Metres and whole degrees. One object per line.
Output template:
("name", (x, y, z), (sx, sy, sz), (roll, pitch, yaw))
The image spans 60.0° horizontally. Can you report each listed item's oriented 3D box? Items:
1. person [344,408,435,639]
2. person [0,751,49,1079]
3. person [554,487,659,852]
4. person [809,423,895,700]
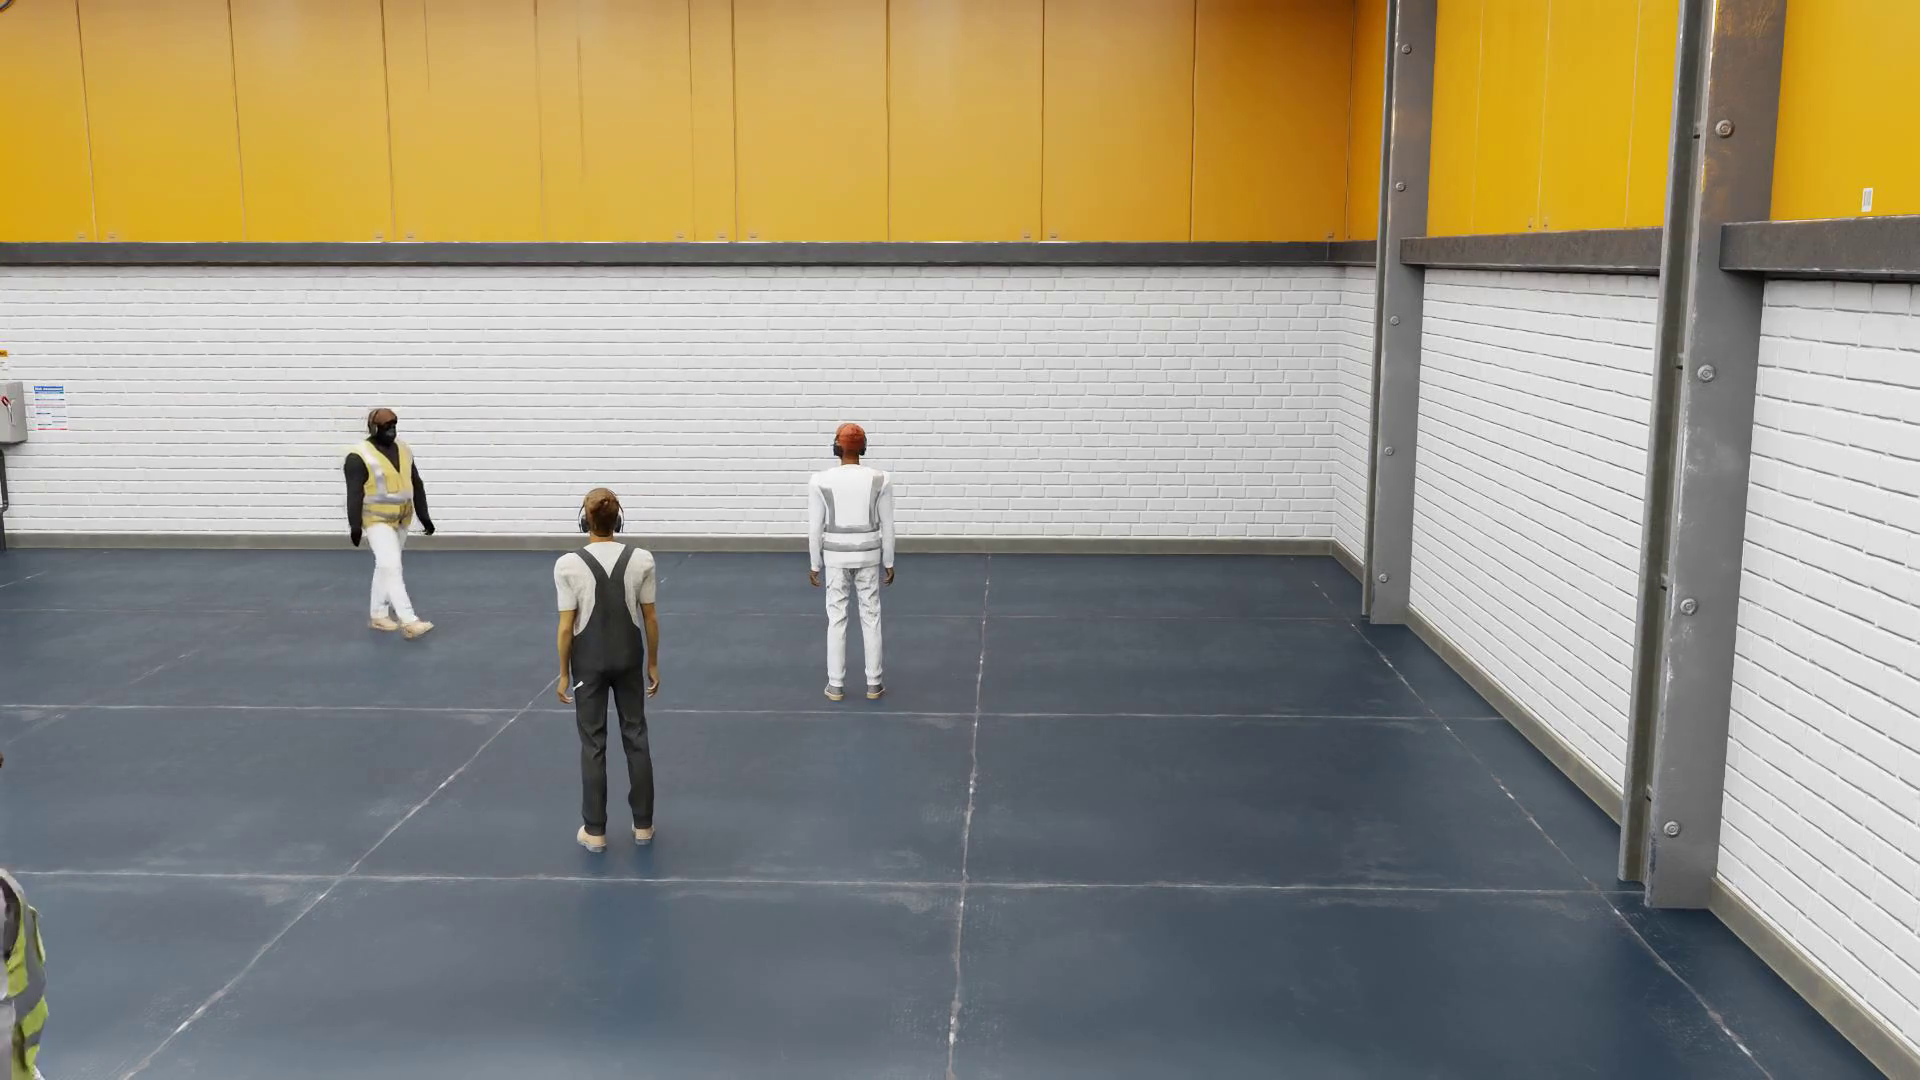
("person", (-4.420, -0.133, 13.117), (0.894, 1.807, 0.628), (4, 11, 24))
("person", (-2.566, 1.365, 4.267), (0.640, 1.823, 0.443), (5, 11, 28))
("person", (-1.775, 0.652, 8.395), (0.517, 1.843, 0.325), (-4, 11, -24))
("person", (-0.727, 0.148, 11.231), (0.584, 1.884, 0.347), (-1, 10, -7))
